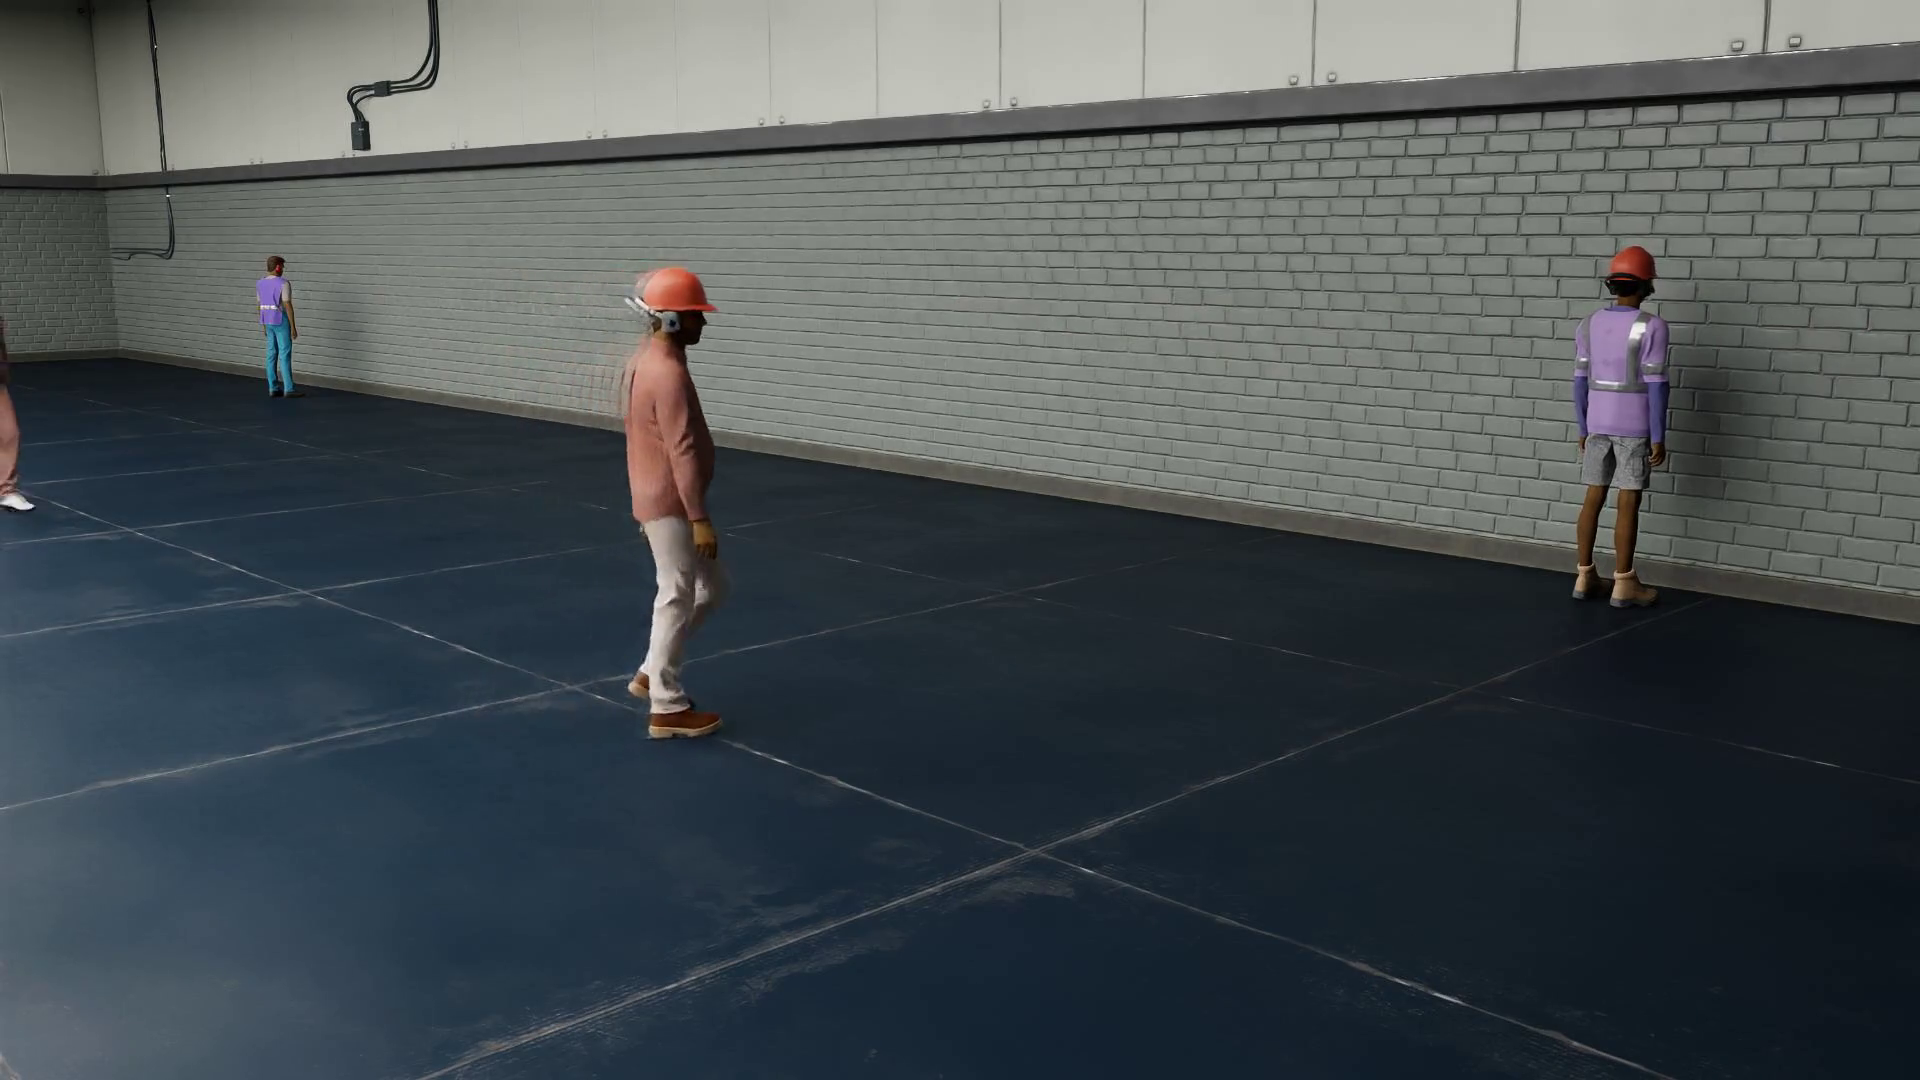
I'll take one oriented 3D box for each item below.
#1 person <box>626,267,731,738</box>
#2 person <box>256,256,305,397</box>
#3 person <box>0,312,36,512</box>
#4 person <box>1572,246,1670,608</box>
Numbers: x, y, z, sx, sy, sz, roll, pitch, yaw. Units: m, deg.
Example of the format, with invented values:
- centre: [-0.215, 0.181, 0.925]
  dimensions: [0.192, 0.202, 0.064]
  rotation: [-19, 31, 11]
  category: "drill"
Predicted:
- centre: [-1.166, -0.142, 6.976]
  dimensions: [0.438, 1.978, 0.621]
  rotation: [-2, 11, -9]
  category: "person"
- centre: [-8.960, -2.797, 21.831]
  dimensions: [0.563, 1.839, 0.389]
  rotation: [5, 11, 24]
  category: "person"
- centre: [-7.371, -1.115, 12.514]
  dimensions: [0.727, 1.881, 0.682]
  rotation: [5, 12, 26]
  category: "person"
- centre: [3.805, -0.651, 9.560]
  dimensions: [0.363, 2.048, 0.608]
  rotation: [-6, 12, -29]
  category: "person"
